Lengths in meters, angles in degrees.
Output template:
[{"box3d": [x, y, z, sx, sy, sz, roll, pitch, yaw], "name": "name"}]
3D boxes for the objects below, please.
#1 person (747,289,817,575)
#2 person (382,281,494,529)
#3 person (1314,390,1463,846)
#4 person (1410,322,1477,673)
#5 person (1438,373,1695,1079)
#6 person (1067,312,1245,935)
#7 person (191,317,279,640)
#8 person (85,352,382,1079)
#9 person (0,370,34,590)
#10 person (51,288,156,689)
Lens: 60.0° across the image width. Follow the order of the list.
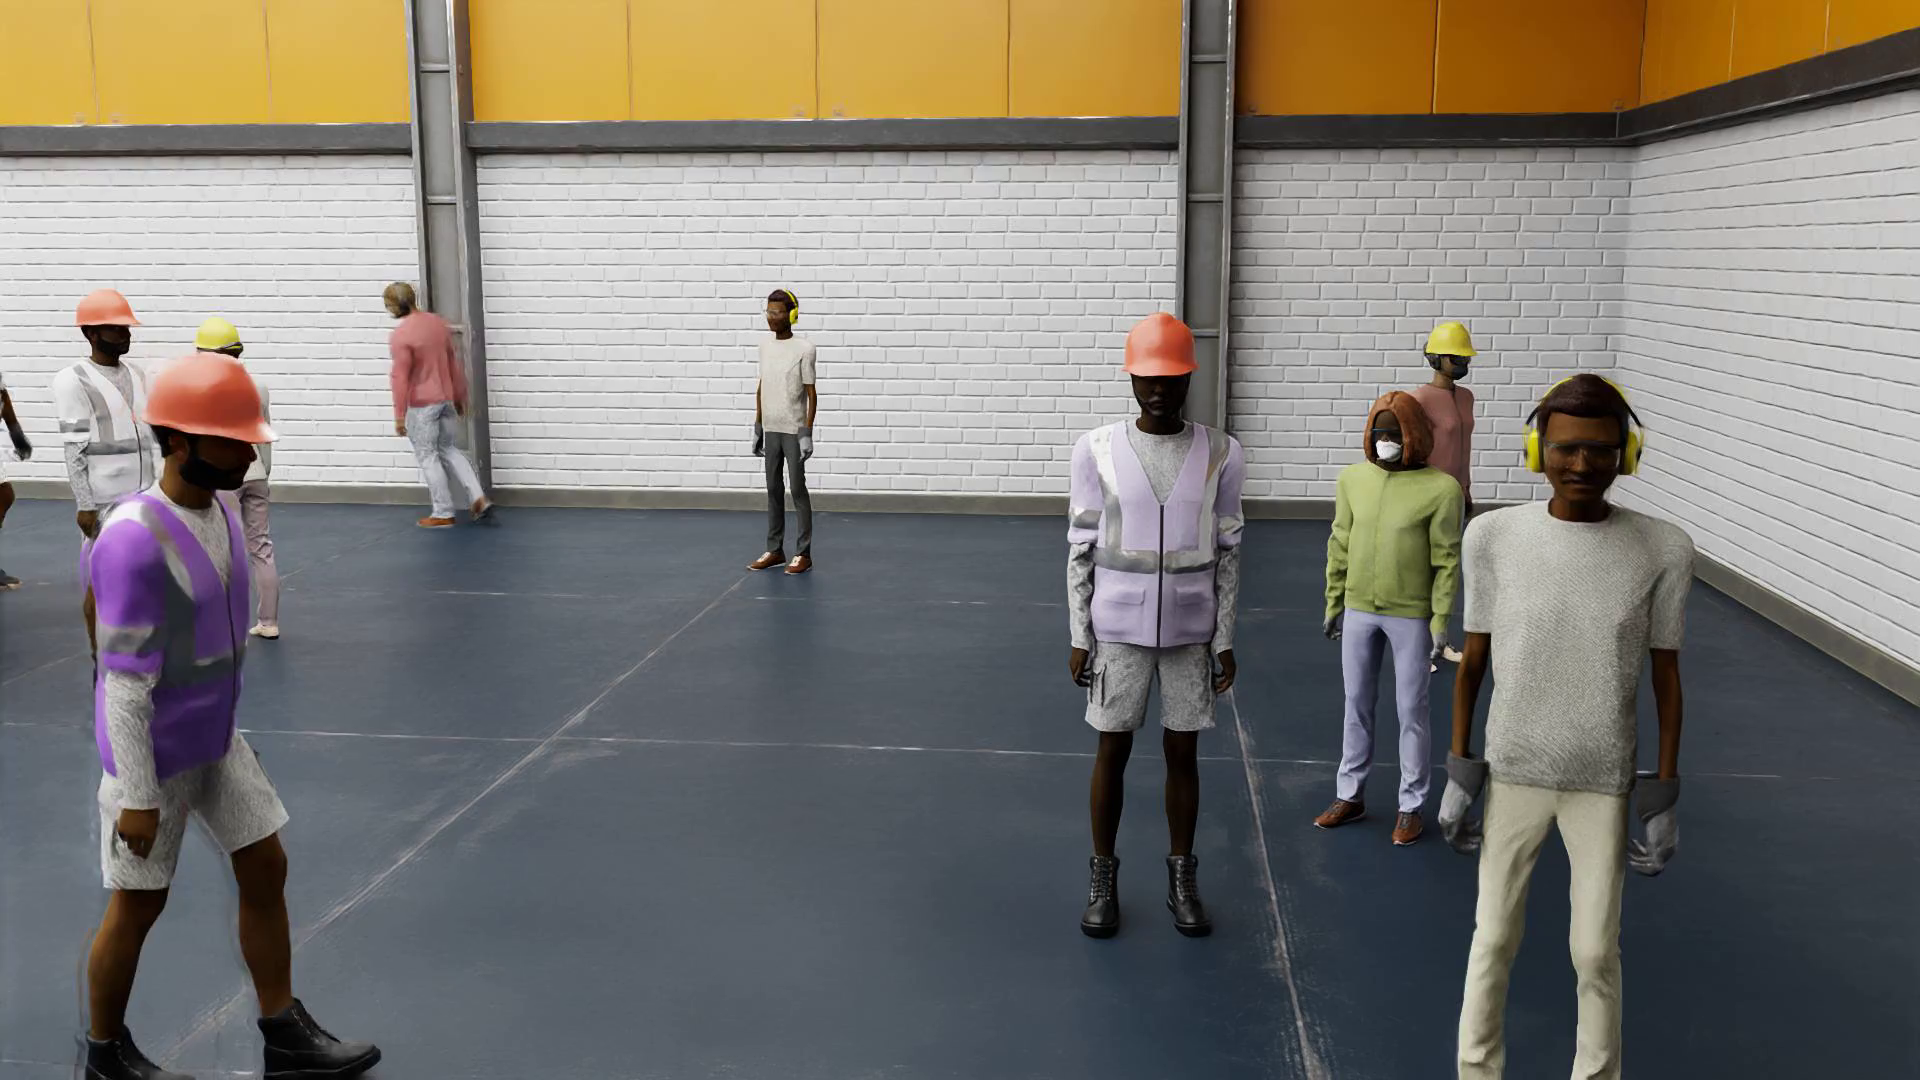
[{"box3d": [-1.170, -0.711, 10.963, 0.513, 1.875, 0.328, 7, 12, 33], "name": "person"}, {"box3d": [-3.977, -1.006, 12.594, 0.661, 1.895, 0.683, 3, 10, 17], "name": "person"}, {"box3d": [1.544, 0.276, 6.002, 0.497, 1.632, 0.289, 8, 13, 38], "name": "person"}, {"box3d": [2.447, -0.219, 8.450, 0.533, 1.768, 0.310, -9, 13, -41], "name": "person"}, {"box3d": [1.359, 0.552, 3.768, 0.519, 1.865, 0.315, 4, 11, 21], "name": "person"}, {"box3d": [0.603, 0.272, 5.150, 0.545, 1.938, 0.355, 0, 10, 0], "name": "person"}, {"box3d": [-3.904, -0.299, 8.900, 0.301, 1.772, 0.523, 5, 11, 26], "name": "person"}, {"box3d": [-1.830, 0.496, 4.034, 0.809, 1.884, 0.569, 1, 10, 5], "name": "person"}, {"box3d": [-6.088, -0.640, 10.349, 0.548, 1.934, 0.657, -3, 10, -15], "name": "person"}, {"box3d": [-4.072, -0.237, 8.056, 0.349, 1.942, 0.545, 2, 10, 13], "name": "person"}]
